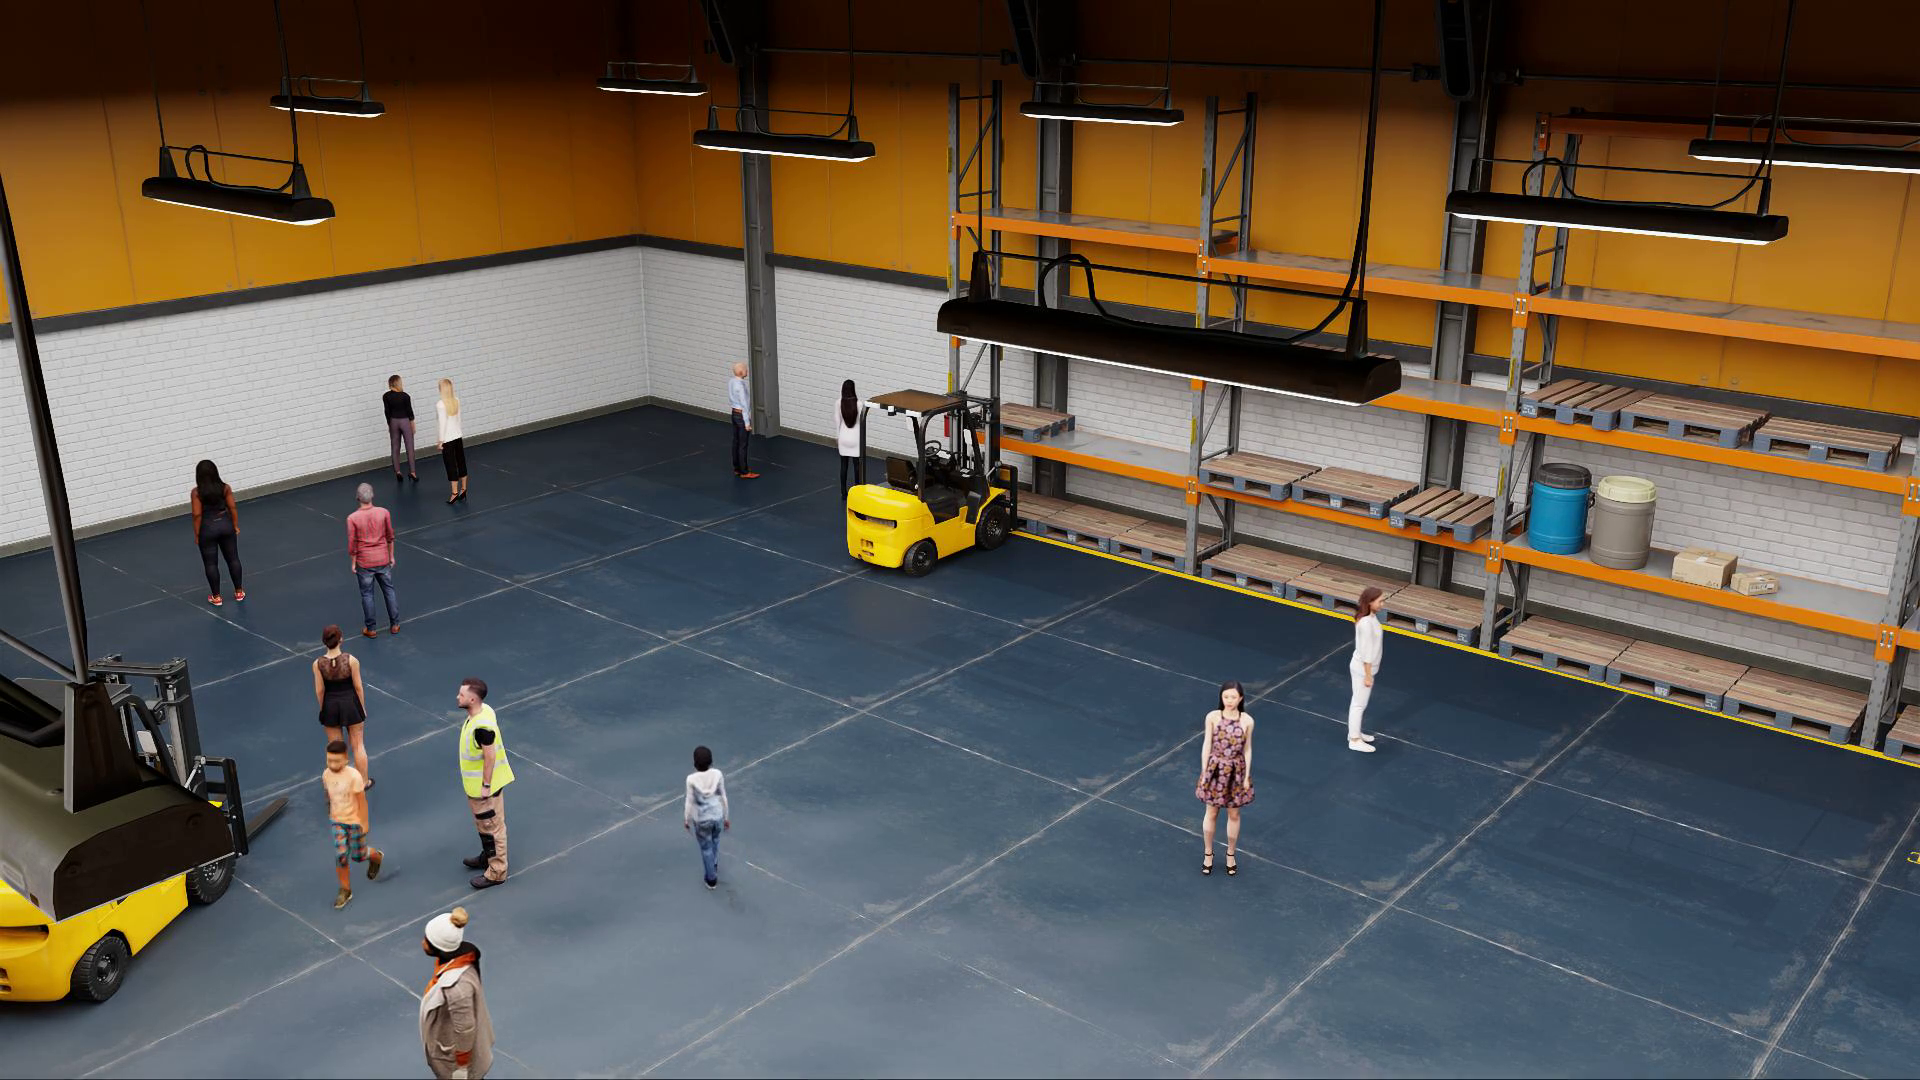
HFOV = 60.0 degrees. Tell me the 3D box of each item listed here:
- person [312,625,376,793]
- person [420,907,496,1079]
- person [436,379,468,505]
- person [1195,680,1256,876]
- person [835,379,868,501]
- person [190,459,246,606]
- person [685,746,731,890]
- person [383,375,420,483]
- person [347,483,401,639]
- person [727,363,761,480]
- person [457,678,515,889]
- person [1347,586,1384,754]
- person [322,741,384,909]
[{"bbox_3d":[-5.788,1.576,15.551,0.682,1.675,0.726,-4,19,-12],"label":"person"},{"bbox_3d":[-3.137,3.154,10.527,0.881,1.890,0.799,-5,19,-14],"label":"person"},{"bbox_3d":[-7.414,-1.440,24.221,0.622,1.859,0.664,8,20,21],"label":"person"},{"bbox_3d":[2.254,2.014,14.095,0.780,1.774,0.858,2,19,7],"label":"person"},{"bbox_3d":[-1.614,-1.471,24.391,0.627,1.808,0.749,4,19,12],"label":"person"},{"bbox_3d":[-9.103,-0.111,20.342,0.736,1.816,0.690,-13,23,-35],"label":"person"},{"bbox_3d":[-2.102,2.341,13.948,0.643,1.248,0.755,-9,21,-25],"label":"person"},{"bbox_3d":[-8.498,-1.692,25.262,0.649,1.672,0.737,1,19,3],"label":"person"},{"bbox_3d":[-6.815,0.227,19.313,0.738,1.831,0.651,-12,22,-33],"label":"person"},{"bbox_3d":[-3.359,-1.841,25.515,0.770,1.792,0.625,-11,22,-30],"label":"person"},{"bbox_3d":[-4.022,2.007,14.002,0.901,1.846,0.821,-7,20,-19],"label":"person"},{"bbox_3d":[4.004,1.258,16.474,0.687,1.690,0.680,4,19,12],"label":"person"},{"bbox_3d":[-5.032,2.298,13.772,0.859,1.443,0.837,5,19,15],"label":"person"}]
